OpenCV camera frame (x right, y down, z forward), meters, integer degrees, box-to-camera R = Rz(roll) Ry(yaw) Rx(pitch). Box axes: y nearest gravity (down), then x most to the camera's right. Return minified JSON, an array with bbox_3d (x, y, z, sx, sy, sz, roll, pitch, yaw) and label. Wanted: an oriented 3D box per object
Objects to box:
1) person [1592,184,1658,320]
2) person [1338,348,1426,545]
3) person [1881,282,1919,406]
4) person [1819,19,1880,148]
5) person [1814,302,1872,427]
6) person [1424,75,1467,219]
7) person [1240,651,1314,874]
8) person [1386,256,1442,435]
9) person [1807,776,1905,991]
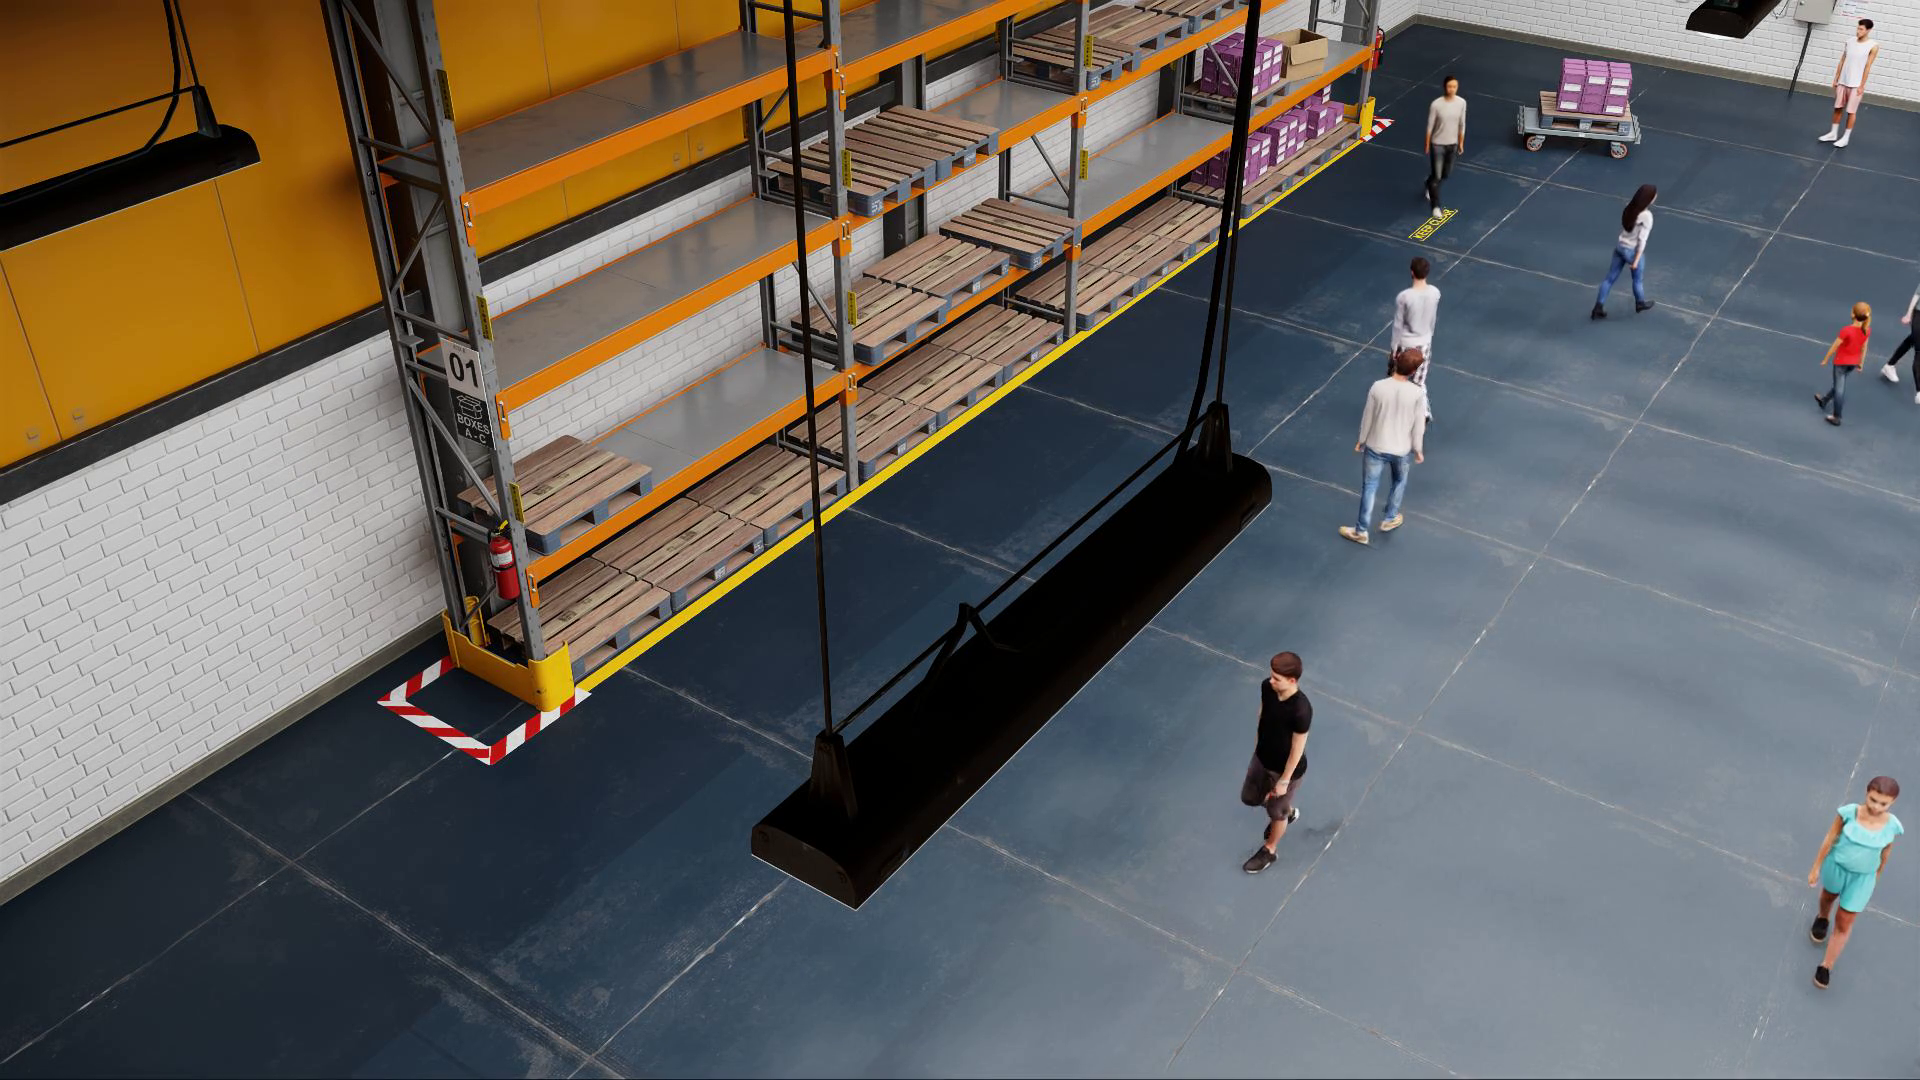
[{"bbox_3d":[7.474,-3.218,18.771,1.112,1.587,0.957,-13,36,-19],"label":"person"},{"bbox_3d":[3.836,-0.797,14.878,0.919,1.865,0.899,4,34,6],"label":"person"},{"bbox_3d":[10.035,-2.321,17.331,1.058,1.687,1.196,-2,34,-3],"label":"person"},{"bbox_3d":[12.619,-6.471,23.492,0.730,1.779,0.731,-17,37,-24],"label":"person"},{"bbox_3d":[9.014,-1.758,16.840,0.782,1.294,0.842,-5,34,-8],"label":"person"},{"bbox_3d":[6.223,-5.129,21.459,1.046,1.794,1.117,-4,34,-6],"label":"person"},{"bbox_3d":[2.269,1.499,11.440,0.916,1.847,0.819,-18,38,-25],"label":"person"},{"bbox_3d":[4.551,-1.905,16.588,1.037,1.818,1.133,-4,34,-6],"label":"person"},{"bbox_3d":[5.793,2.106,10.825,0.575,1.517,1.010,20,38,27],"label":"person"}]
